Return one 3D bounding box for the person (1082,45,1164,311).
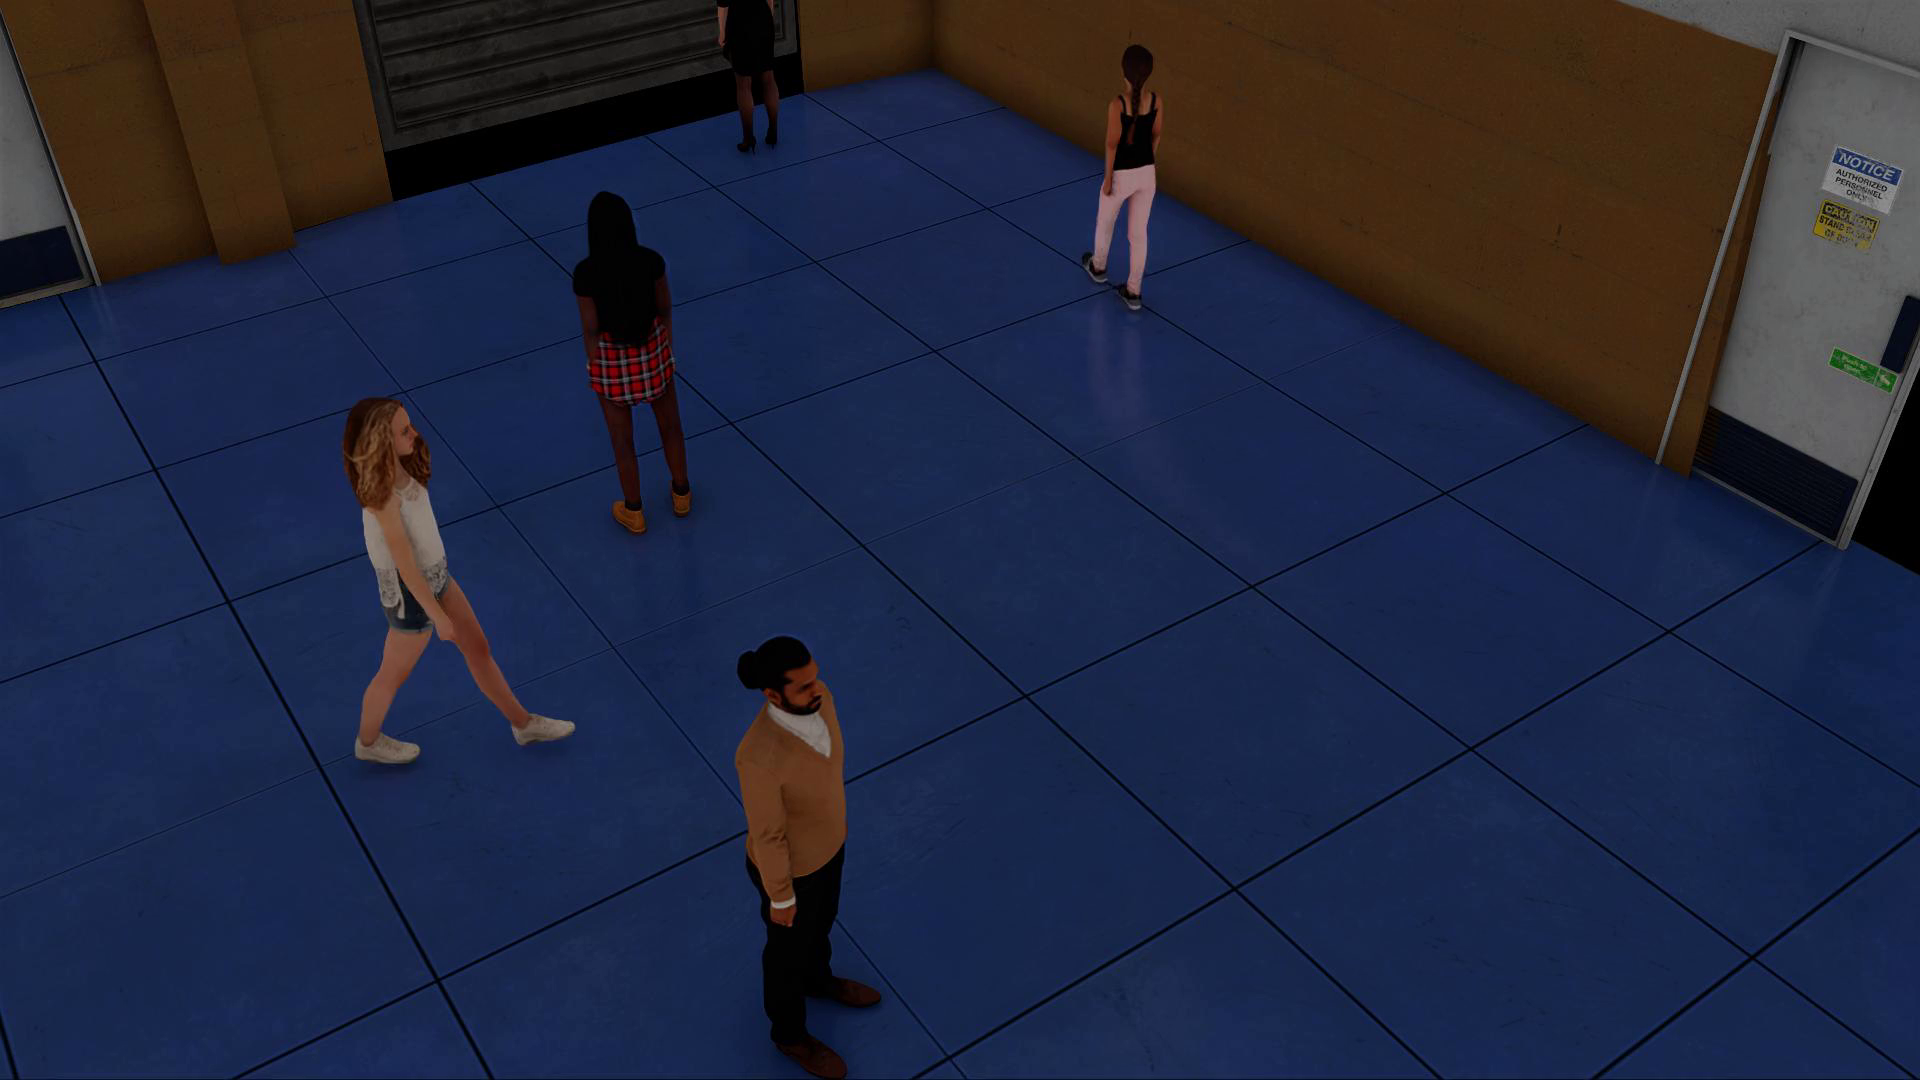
[{"bbox_3d":[1.009,-2.046,9.595,0.869,1.535,0.748,-11,38,-14],"label":"person"}]

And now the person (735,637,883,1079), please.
[{"bbox_3d":[-0.517,1.000,5.353,0.816,1.755,0.728,11,38,14],"label":"person"}]

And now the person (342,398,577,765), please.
[{"bbox_3d":[-2.188,0.244,6.396,1.203,1.712,0.964,-4,37,-5],"label":"person"}]

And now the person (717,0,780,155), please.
[{"bbox_3d":[-1.436,-3.473,11.339,0.439,1.706,0.653,-20,41,-25],"label":"person"}]

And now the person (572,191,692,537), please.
[{"bbox_3d":[-1.540,-0.820,7.801,0.543,1.727,0.680,-20,41,-24],"label":"person"}]
